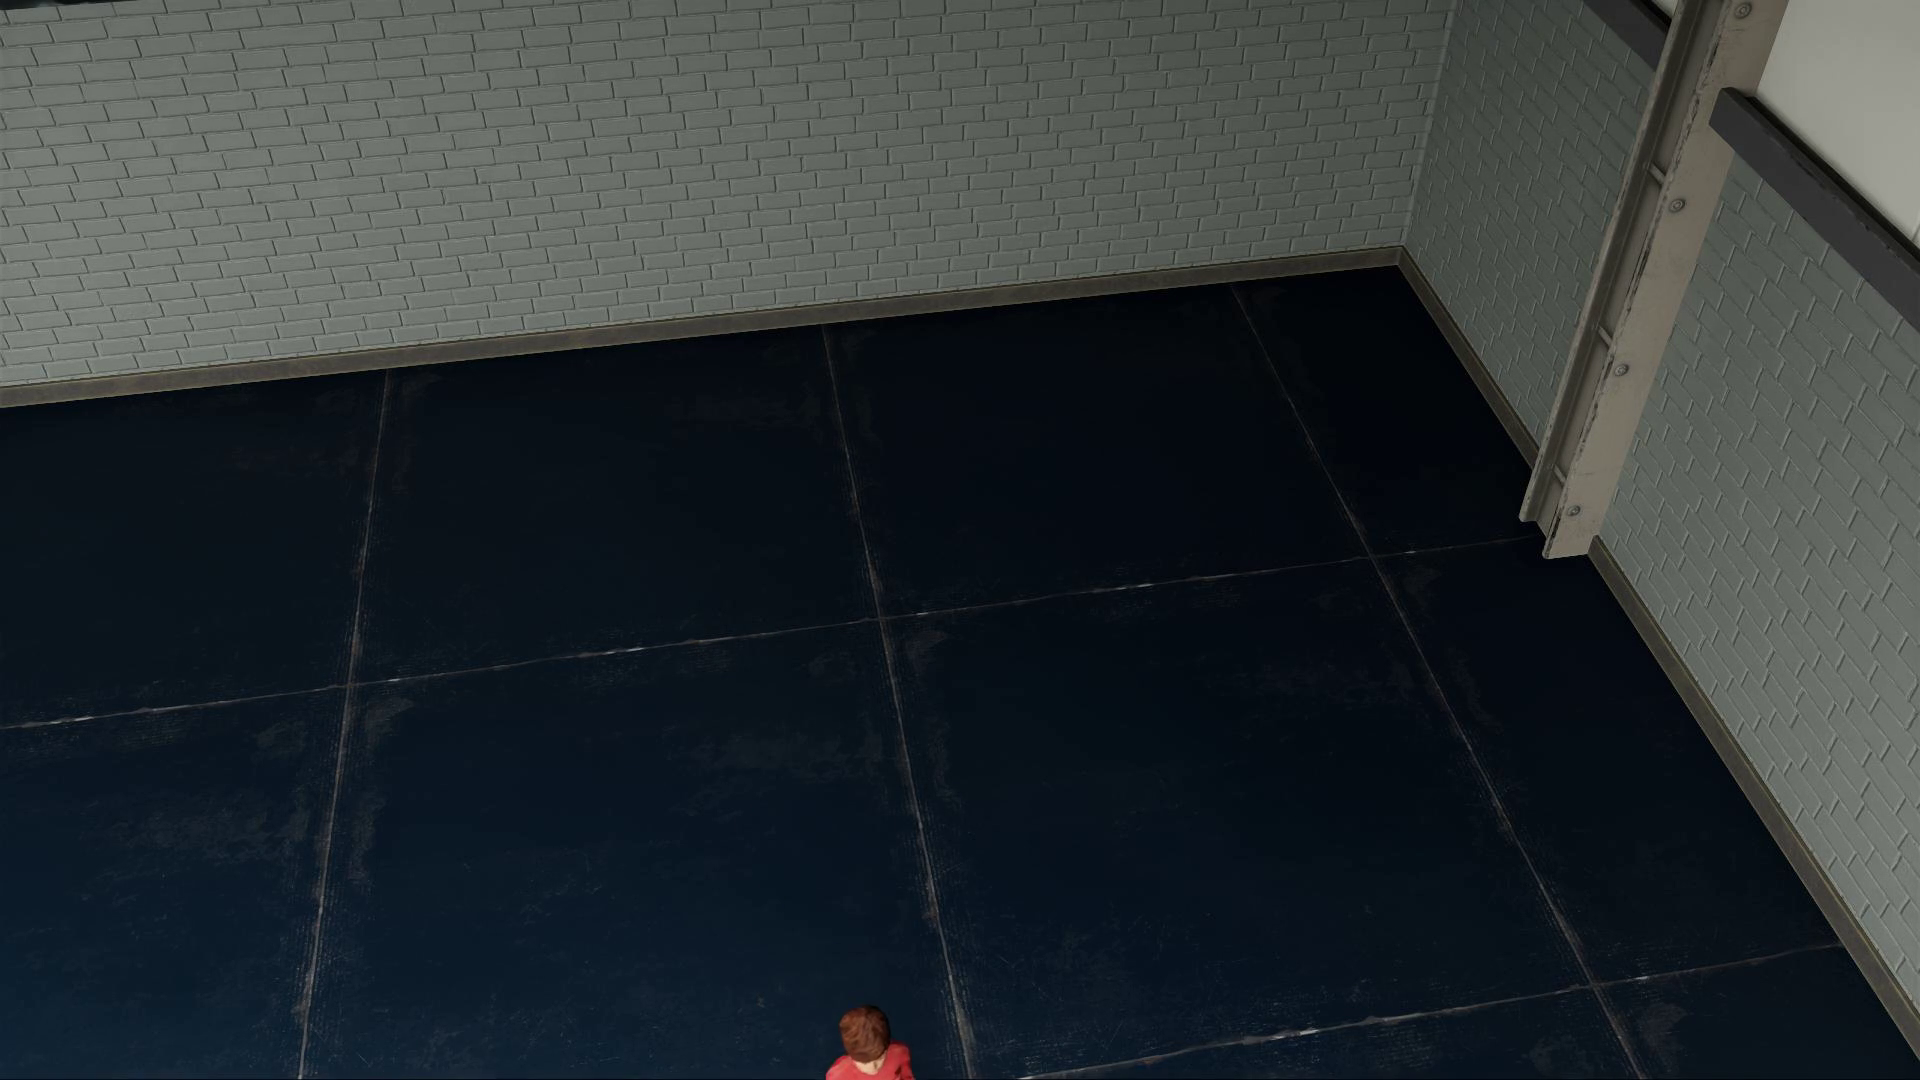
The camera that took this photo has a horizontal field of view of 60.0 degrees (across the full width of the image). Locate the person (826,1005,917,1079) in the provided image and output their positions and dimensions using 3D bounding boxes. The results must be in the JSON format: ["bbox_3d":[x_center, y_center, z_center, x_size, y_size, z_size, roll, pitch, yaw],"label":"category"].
[{"bbox_3d":[-0.360,2.264,6.710,0.597,1.408,0.723,-16,45,-16],"label":"person"}]
